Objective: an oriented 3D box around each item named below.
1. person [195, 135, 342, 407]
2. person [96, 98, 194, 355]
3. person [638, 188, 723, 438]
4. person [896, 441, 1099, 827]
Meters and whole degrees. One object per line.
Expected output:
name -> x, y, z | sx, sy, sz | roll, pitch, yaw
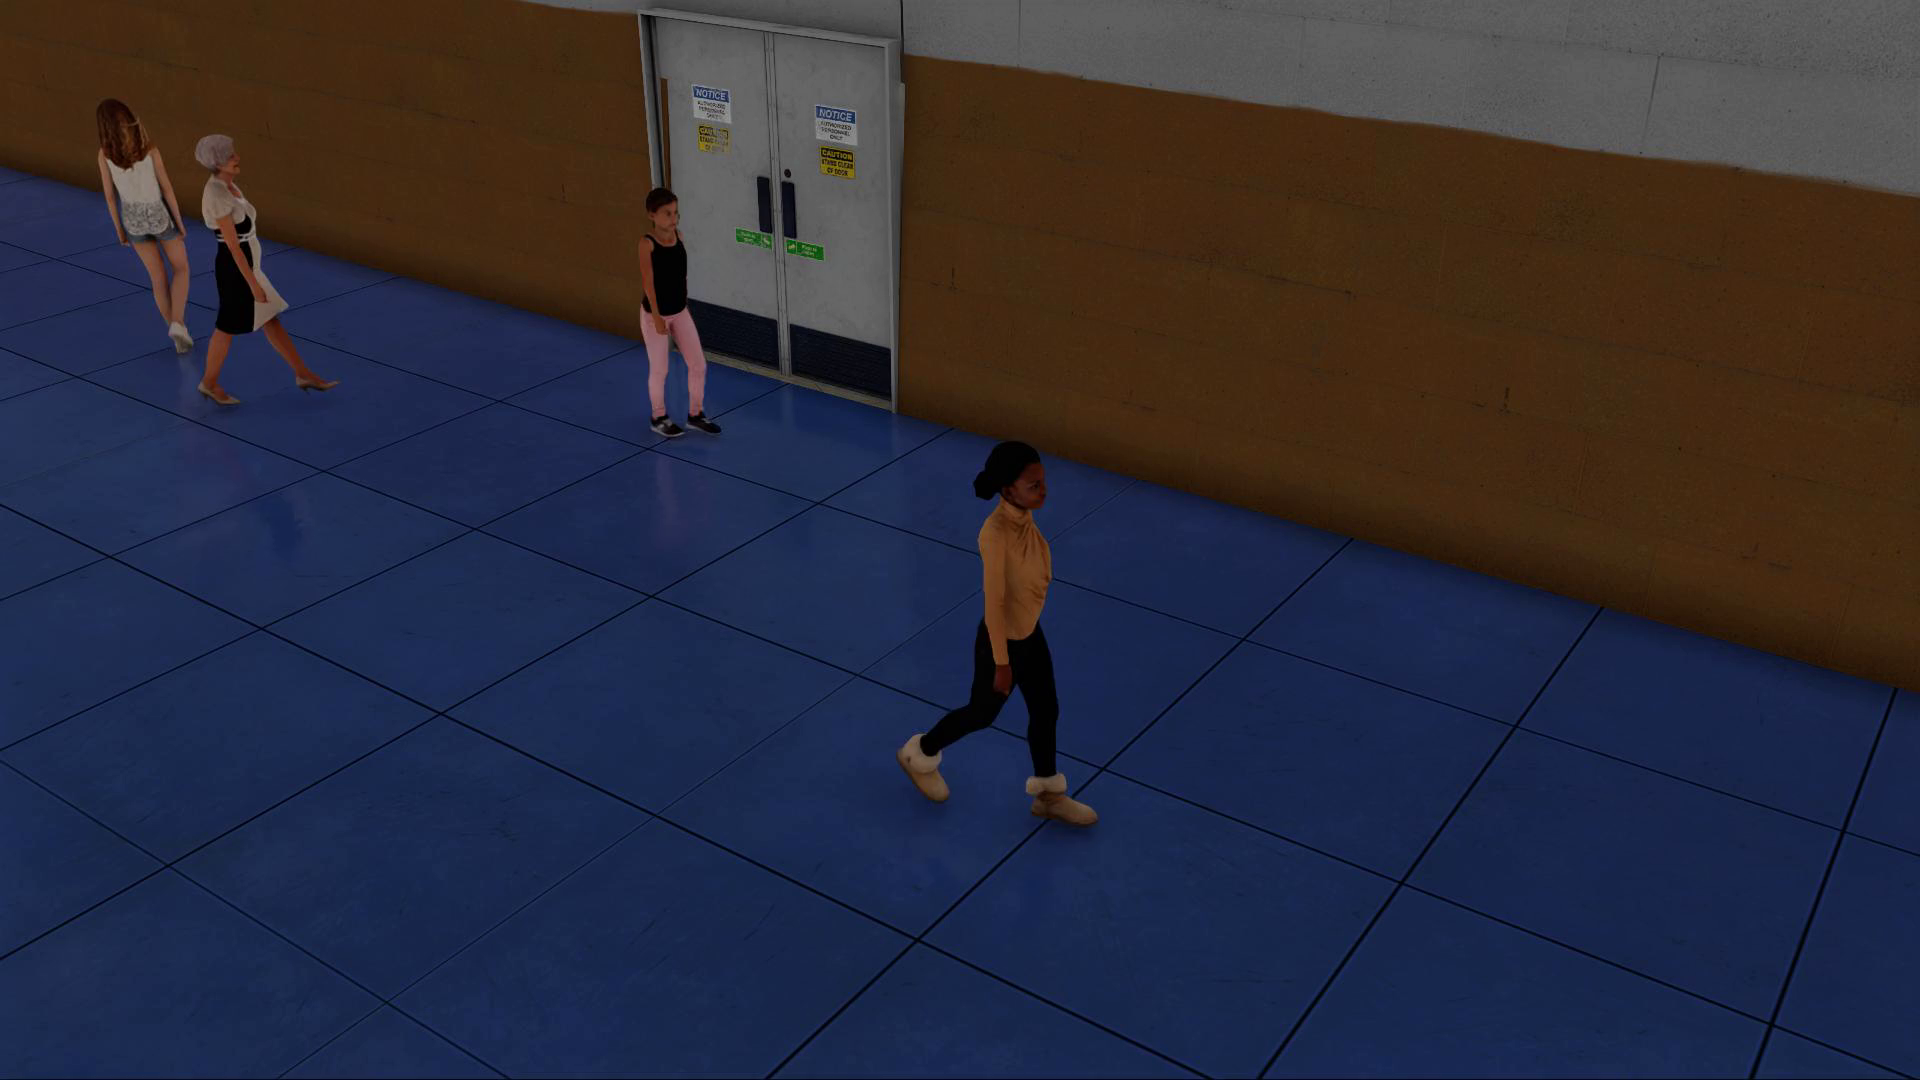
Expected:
person -> -4.553, -1.596, 10.269 | 1.156, 1.706, 1.085 | -5, 27, -10
person -> -5.419, -2.040, 11.106 | 0.795, 1.740, 0.850 | -6, 28, -12
person -> -1.806, -1.354, 9.971 | 0.636, 1.544, 0.658 | 24, 35, 39
person -> 0.104, 0.378, 6.460 | 0.822, 1.629, 1.078 | 12, 29, 22
